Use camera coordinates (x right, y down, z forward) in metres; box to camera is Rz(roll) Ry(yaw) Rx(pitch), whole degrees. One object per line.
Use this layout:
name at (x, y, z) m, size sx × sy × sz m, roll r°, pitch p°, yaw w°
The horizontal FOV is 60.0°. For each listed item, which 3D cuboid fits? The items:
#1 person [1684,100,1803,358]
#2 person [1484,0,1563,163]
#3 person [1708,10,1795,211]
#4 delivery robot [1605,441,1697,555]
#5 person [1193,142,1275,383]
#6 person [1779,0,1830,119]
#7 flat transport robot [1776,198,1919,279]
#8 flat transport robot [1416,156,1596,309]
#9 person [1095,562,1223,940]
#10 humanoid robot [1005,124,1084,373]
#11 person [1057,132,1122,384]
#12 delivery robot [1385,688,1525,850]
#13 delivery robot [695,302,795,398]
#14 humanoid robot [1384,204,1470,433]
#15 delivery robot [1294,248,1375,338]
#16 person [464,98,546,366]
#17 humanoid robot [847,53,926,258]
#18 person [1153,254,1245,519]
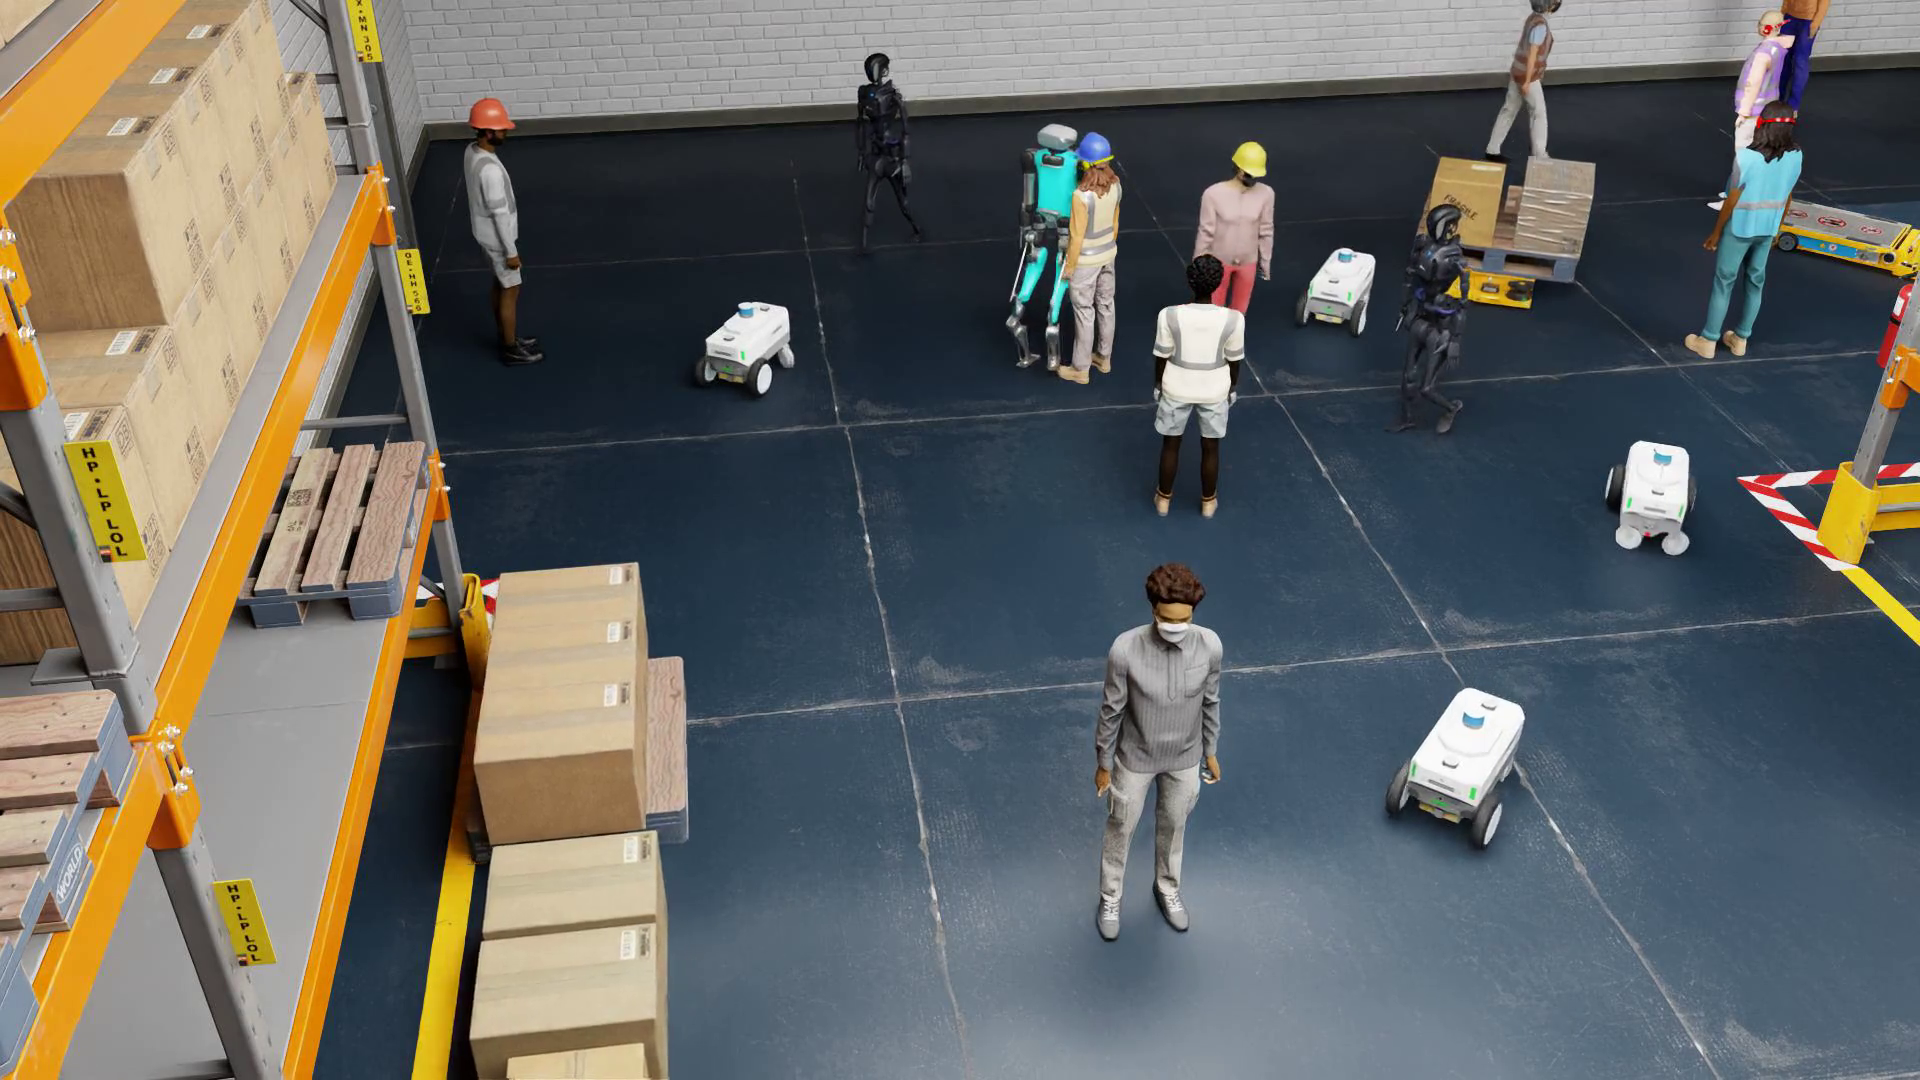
person at (5.538, -2.160, 11.702) m, size 0.529 × 1.866 × 0.396 m, roll -2°, pitch 33°, yaw -4°
person at (5.225, -4.188, 14.985) m, size 0.771 × 1.653 × 0.448 m, roll 5°, pitch 33°, yaw 7°
person at (6.739, -3.639, 14.133) m, size 0.357 × 1.684 × 0.486 m, roll 23°, pitch 40°, yaw 31°
delivery robot at (4.202, -0.290, 10.049) m, size 0.521 × 0.609 × 0.781 m, roll 12°, pitch 35°, yaw 18°
person at (1.865, -1.890, 11.396) m, size 0.569 × 1.739 × 0.370 m, roll -5°, pitch 33°, yaw -8°
person at (8.133, -5.073, 16.077) m, size 0.404 × 1.972 × 0.515 m, roll -11°, pitch 35°, yaw -16°
flat transport robot at (7.232, -2.497, 13.678) m, size 1.431 × 0.231 × 0.659 m, roll 23°, pitch 40°, yaw 31°
flat transport robot at (4.272, -2.245, 13.293) m, size 0.659 × 0.231 × 1.431 m, roll 11°, pitch 35°, yaw 16°
person at (0.828, 0.881, 7.012) m, size 0.547 × 1.897 × 0.373 m, roll -5°, pitch 33°, yaw -7°
humanoid robot at (0.564, -1.919, 11.401) m, size 0.543 × 1.740 × 0.685 m, roll 17°, pitch 37°, yaw 24°
person at (0.899, -1.932, 11.430) m, size 0.461 × 1.780 × 0.305 m, roll -28°, pitch 42°, yaw -35°
delivery robot at (2.411, 1.062, 7.969) m, size 0.499 × 0.602 × 0.795 m, roll 21°, pitch 38°, yaw 28°
delivery robot at (-1.484, -1.371, 11.686) m, size 0.525 × 0.587 × 0.750 m, roll 13°, pitch 35°, yaw 19°
humanoid robot at (3.091, -1.422, 10.745) m, size 0.479 × 1.640 × 0.612 m, roll -15°, pitch 36°, yaw -22°
delivery robot at (2.859, -1.905, 12.482) m, size 0.499 × 0.565 × 0.745 m, roll 15°, pitch 36°, yaw 22°
person at (-3.191, -2.131, 11.610) m, size 0.387 × 1.924 × 0.547 m, roll -16°, pitch 36°, yaw -23°
humanoid robot at (-0.581, -3.084, 13.348) m, size 0.609 × 1.642 × 0.790 m, roll 26°, pitch 41°, yaw 34°
person at (1.402, -0.894, 9.921) m, size 0.534 × 1.693 × 0.319 m, roll 3°, pitch 33°, yaw 5°
